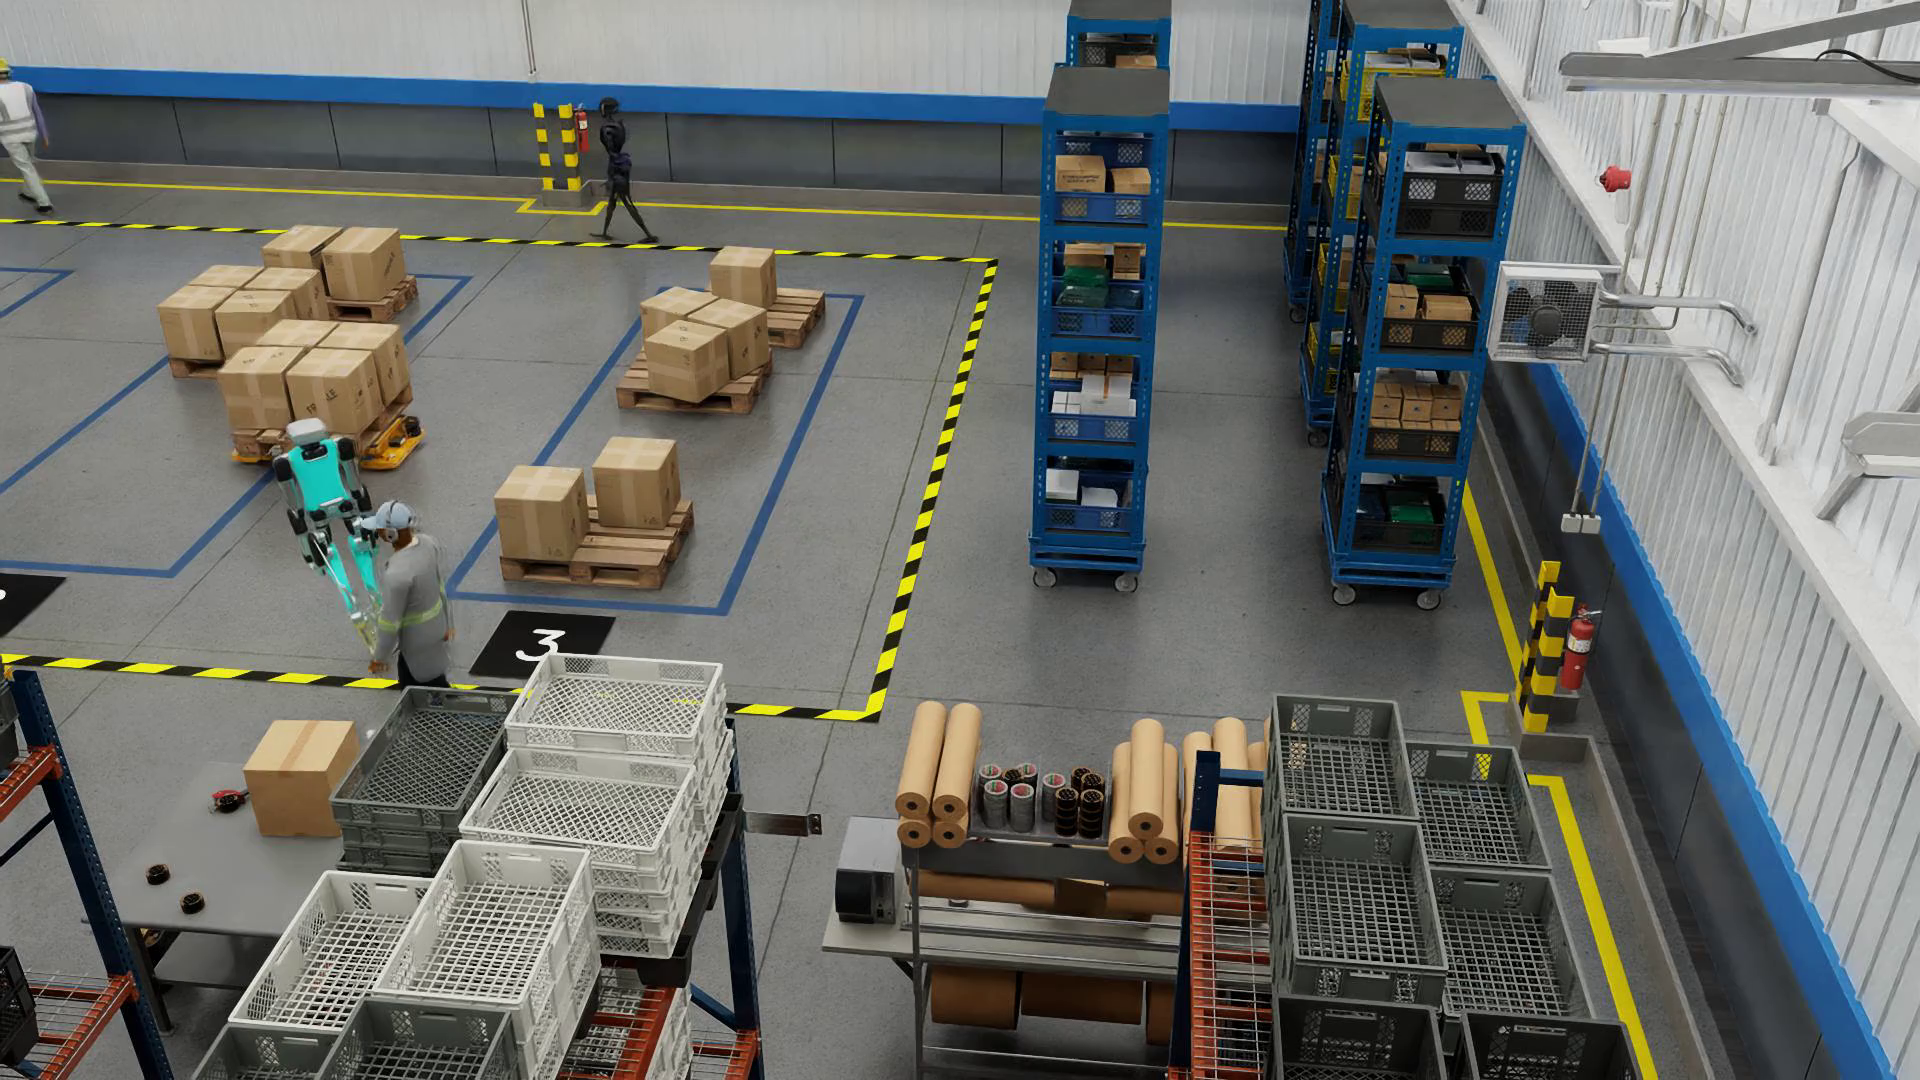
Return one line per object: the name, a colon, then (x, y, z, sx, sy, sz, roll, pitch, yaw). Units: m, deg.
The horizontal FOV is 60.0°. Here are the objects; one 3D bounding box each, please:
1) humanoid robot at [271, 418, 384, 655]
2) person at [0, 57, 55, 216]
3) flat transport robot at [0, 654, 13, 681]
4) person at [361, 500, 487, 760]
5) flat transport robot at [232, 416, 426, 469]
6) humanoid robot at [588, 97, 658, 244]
humanoid robot: (-4.068, 0.089, 11.047, 0.552, 1.743, 0.893, -21, 36, -32)
person: (-10.867, -4.668, 19.184, 0.891, 1.790, 0.597, 17, 34, 27)
flat transport robot: (-7.142, 0.969, 11.010, 1.431, 0.231, 0.659, 3, 30, 6)
person: (-3.367, 0.574, 10.155, 0.835, 1.810, 0.593, -1, 30, -2)
flat transport robot: (-5.360, -0.867, 14.134, 1.431, 0.197, 0.652, 3, 30, 6)
humanoid robot: (-3.774, -4.033, 18.248, 0.786, 1.629, 0.587, -2, 30, -4)
